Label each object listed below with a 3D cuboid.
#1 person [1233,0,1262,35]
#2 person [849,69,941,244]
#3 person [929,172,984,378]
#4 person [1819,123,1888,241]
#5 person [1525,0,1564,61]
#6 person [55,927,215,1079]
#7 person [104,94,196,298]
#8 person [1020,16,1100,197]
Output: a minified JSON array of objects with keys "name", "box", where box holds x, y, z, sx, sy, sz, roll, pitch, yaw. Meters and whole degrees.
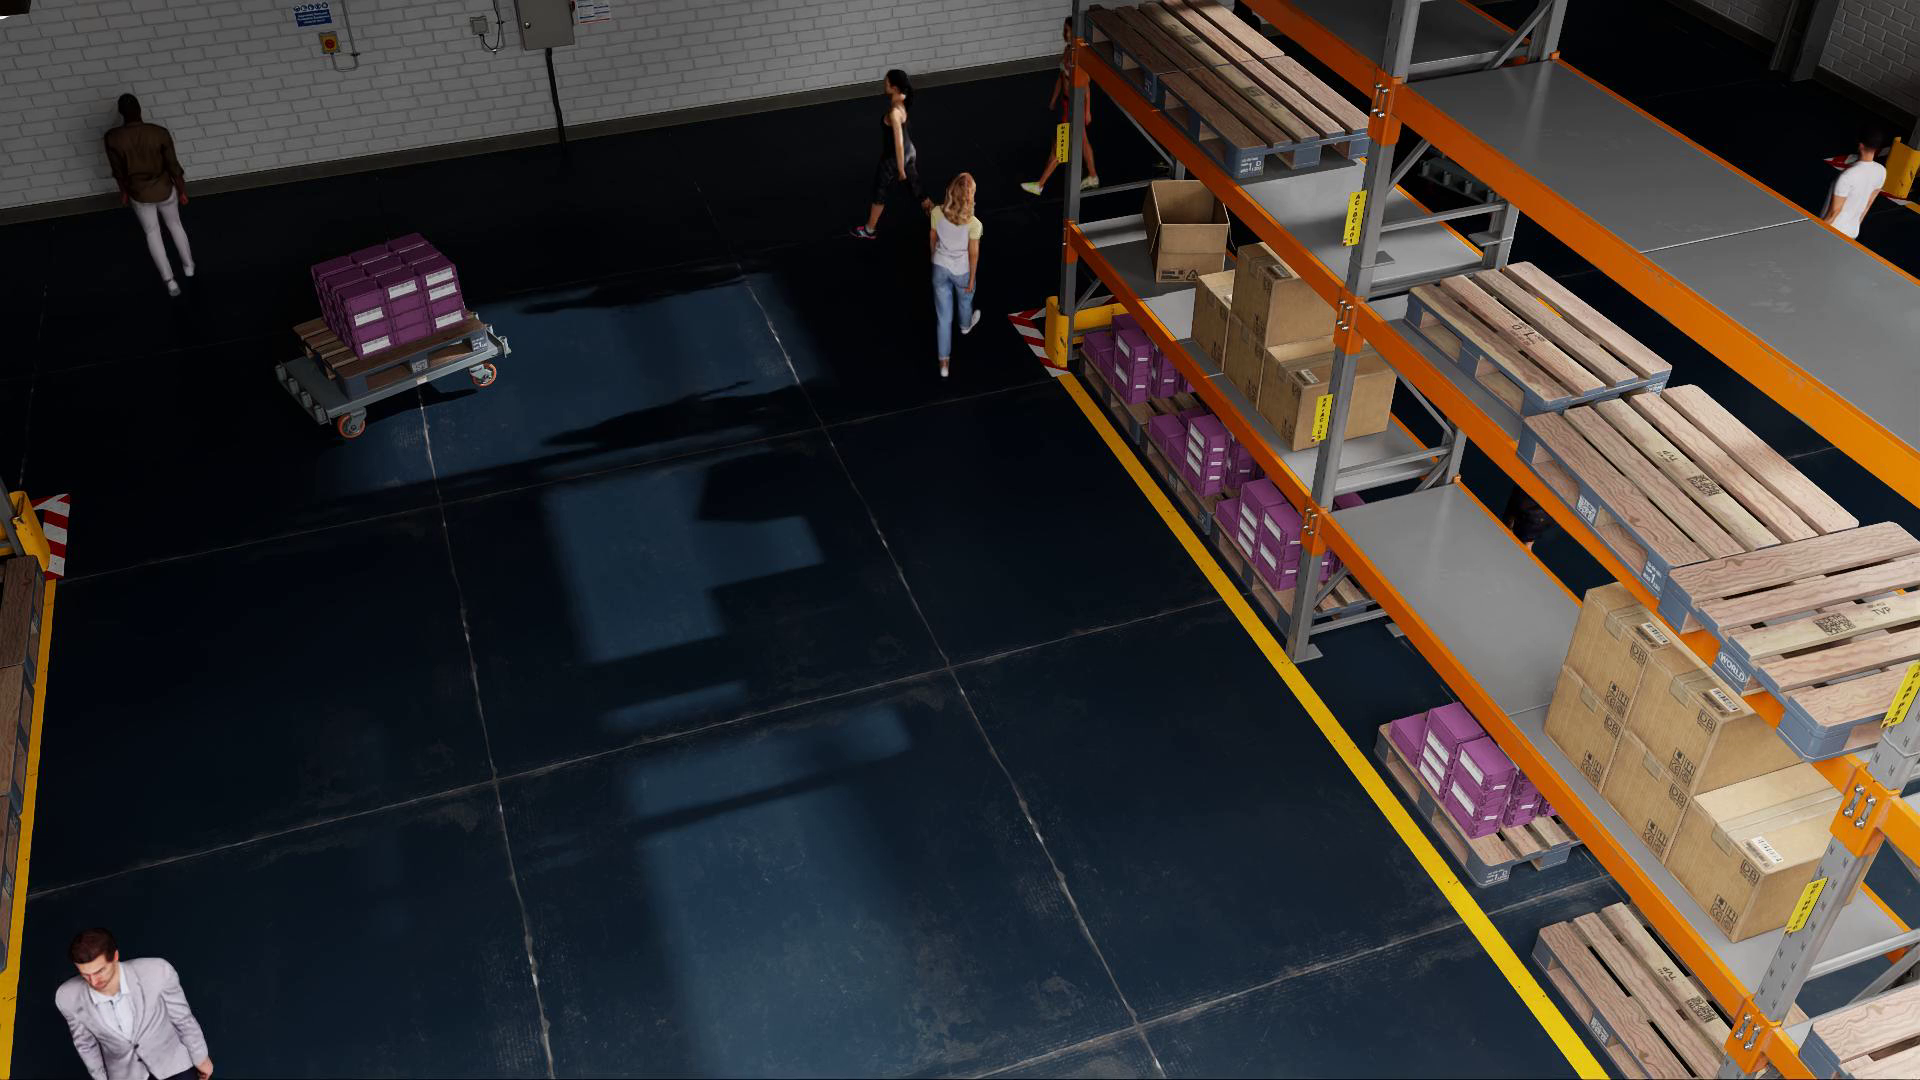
[{"name":"person","box":[2.813,-4.819,16.938,0.576,1.614,0.564,-13,40,-15]},{"name":"person","box":[-0.459,-3.446,15.170,1.099,1.675,1.150,10,40,12]},{"name":"person","box":[-0.078,-2.101,13.491,1.050,1.669,1.211,8,39,9]},{"name":"person","box":[7.374,-2.605,13.966,0.682,1.863,0.574,-16,41,-19]},{"name":"person","box":[6.653,-6.263,18.564,0.776,1.842,0.543,-15,41,-18]},{"name":"person","box":[-3.766,2.356,7.773,0.675,1.840,0.671,-13,41,-16]},{"name":"person","box":[-7.043,-2.982,14.481,0.789,1.812,1.021,-17,41,-20]},{"name":"person","box":[1.177,-4.163,16.006,0.661,1.753,1.029,-13,40,-16]}]
